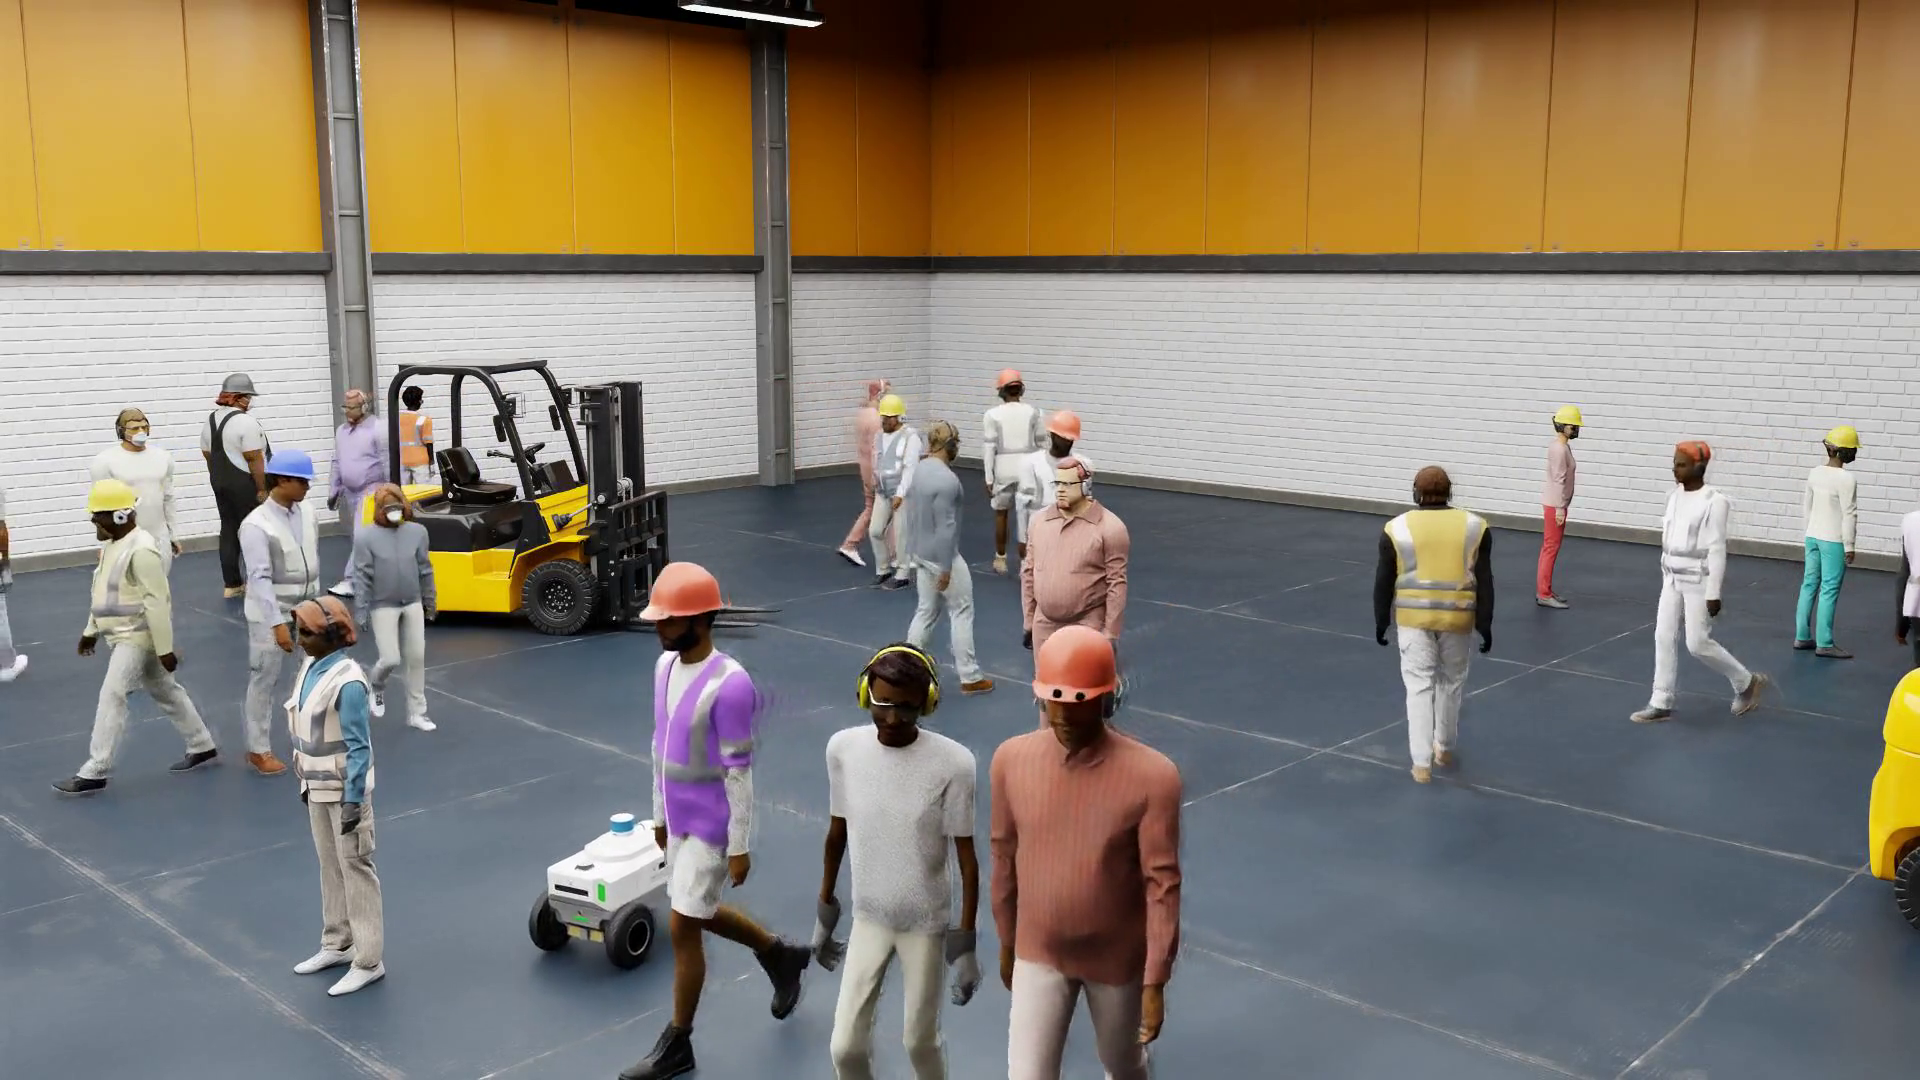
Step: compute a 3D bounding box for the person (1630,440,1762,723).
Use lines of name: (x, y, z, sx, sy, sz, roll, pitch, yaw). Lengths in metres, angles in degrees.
person: (4.800, 0.278, 10.757, 0.762, 1.866, 0.590, -2, 9, -11)

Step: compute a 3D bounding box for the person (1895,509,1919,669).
person: (5.575, 0.474, 9.476, 0.594, 1.900, 0.615, -5, 11, -30)

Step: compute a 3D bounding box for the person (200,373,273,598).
person: (-6.392, -0.484, 14.878, 0.673, 2.000, 0.536, 5, 11, 30)

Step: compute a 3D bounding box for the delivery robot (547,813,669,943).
delivery robot: (-1.470, 1.444, 7.292, 0.477, 0.478, 0.707, 5, 10, 27)

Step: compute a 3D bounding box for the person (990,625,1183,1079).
person: (0.362, 1.193, 4.911, 0.613, 1.951, 1.027, 3, 10, 19)

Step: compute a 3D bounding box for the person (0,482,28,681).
person: (-6.841, 0.169, 11.556, 0.517, 1.814, 0.963, -2, 9, -12)

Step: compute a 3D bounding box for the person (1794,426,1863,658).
person: (6.658, 0.009, 12.700, 0.328, 1.767, 0.531, -1, 9, -7)

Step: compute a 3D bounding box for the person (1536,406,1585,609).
person: (5.253, -0.292, 14.546, 0.323, 1.765, 0.532, 3, 10, 18)

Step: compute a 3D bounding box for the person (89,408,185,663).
person: (-6.051, -0.009, 12.282, 0.372, 1.940, 0.631, 6, 11, 31)

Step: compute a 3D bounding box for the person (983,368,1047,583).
person: (0.525, -0.628, 15.865, 0.658, 1.997, 0.919, -1, 9, -7)

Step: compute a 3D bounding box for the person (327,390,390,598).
person: (-5.471, -0.412, 14.984, 0.684, 1.854, 0.956, 5, 11, 30)

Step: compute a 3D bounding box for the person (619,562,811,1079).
person: (-0.905, 1.005, 6.163, 0.824, 1.913, 0.553, -8, 12, -39)

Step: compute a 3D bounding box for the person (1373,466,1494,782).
person: (2.759, 0.470, 9.765, 0.654, 1.813, 0.792, 1, 9, 9)

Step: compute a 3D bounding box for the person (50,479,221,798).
person: (-4.713, 0.530, 9.486, 0.920, 1.781, 0.572, -6, 11, -35)

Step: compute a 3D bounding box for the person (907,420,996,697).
person: (-0.130, 0.127, 11.521, 0.651, 1.909, 0.649, -4, 10, -23)

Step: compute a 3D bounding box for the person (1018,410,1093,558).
person: (0.712, -0.056, 12.670, 0.568, 1.909, 0.627, -1, 9, -8)

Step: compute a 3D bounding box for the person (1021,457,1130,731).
person: (0.617, 0.483, 9.365, 0.641, 1.908, 0.407, 5, 11, 30)

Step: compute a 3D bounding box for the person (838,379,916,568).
person: (-0.812, -0.647, 16.374, 0.789, 1.885, 0.658, -2, 9, -11)

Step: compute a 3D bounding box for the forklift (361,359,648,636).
forklift: (-3.850, -0.407, 13.936, 2.313, 2.155, 1.214, 2, 9, 11)

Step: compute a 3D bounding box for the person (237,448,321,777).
person: (-3.849, 0.433, 9.610, 0.780, 1.912, 0.654, 4, 10, 24)

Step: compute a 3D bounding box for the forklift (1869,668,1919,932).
forklift: (5.205, 0.723, 7.013, 2.313, 2.155, 1.214, 9, 13, 43)

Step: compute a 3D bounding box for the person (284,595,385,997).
person: (-2.562, 1.031, 6.824, 0.308, 1.638, 0.511, -9, 13, -43)

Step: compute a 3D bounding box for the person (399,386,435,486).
person: (-5.920, -0.825, 18.044, 0.535, 1.691, 0.318, 3, 10, 17)

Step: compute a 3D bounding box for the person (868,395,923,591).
person: (-0.630, -0.424, 15.208, 0.613, 1.808, 0.519, 8, 12, 40)

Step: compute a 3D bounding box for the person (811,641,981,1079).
person: (-0.217, 1.208, 5.117, 0.593, 1.839, 0.619, 4, 10, 21)

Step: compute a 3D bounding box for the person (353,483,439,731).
person: (-3.608, 0.422, 10.604, 0.552, 1.610, 0.448, -9, 13, -44)
